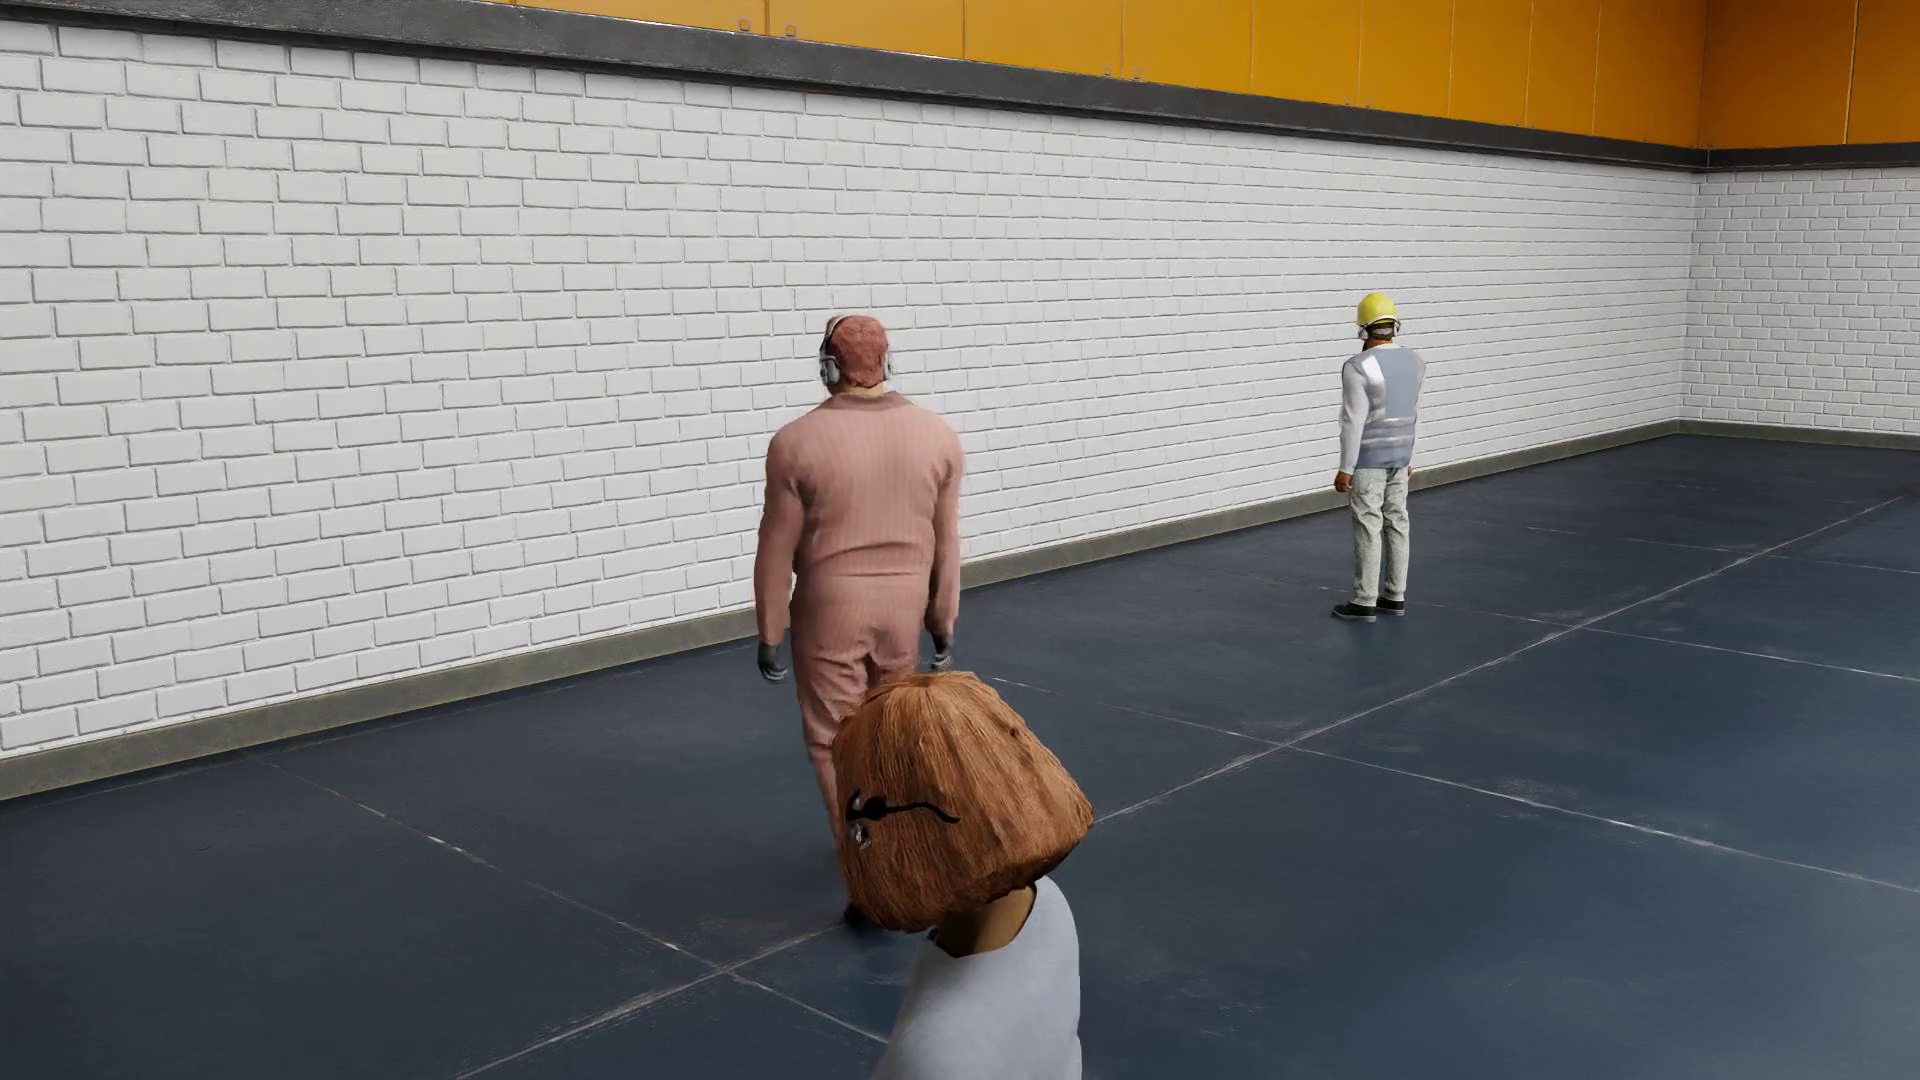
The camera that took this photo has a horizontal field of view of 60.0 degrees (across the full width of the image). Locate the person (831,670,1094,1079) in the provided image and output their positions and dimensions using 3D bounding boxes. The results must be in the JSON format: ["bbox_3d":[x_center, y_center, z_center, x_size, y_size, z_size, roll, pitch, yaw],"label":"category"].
[{"bbox_3d":[0.011,0.943,1.870,0.294,1.632,0.501,2,10,12],"label":"person"}]

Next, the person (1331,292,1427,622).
[{"bbox_3d":[2.313,-0.457,9.283,0.591,1.829,0.404,-7,12,-34],"label":"person"}]

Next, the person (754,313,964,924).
[{"bbox_3d":[-0.321,0.237,5.204,0.664,1.896,0.730,-5,11,-24],"label":"person"}]
